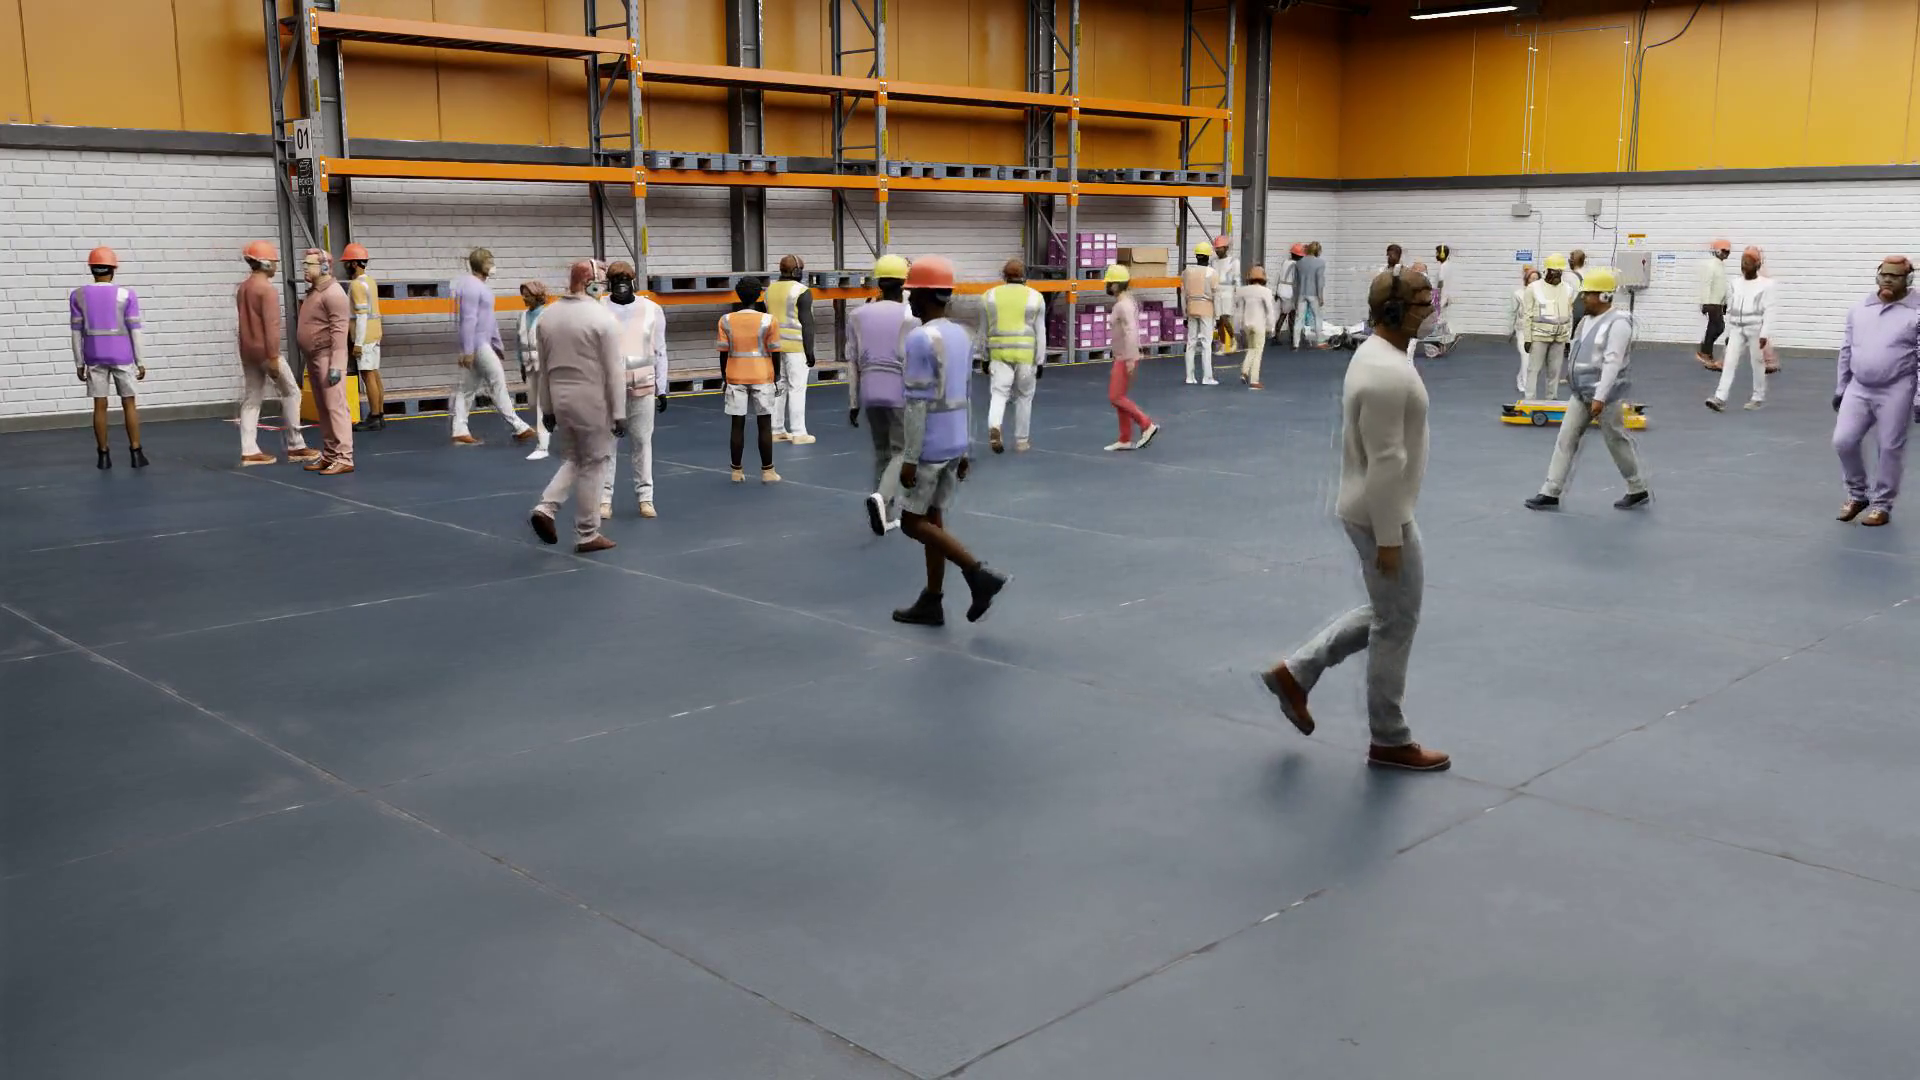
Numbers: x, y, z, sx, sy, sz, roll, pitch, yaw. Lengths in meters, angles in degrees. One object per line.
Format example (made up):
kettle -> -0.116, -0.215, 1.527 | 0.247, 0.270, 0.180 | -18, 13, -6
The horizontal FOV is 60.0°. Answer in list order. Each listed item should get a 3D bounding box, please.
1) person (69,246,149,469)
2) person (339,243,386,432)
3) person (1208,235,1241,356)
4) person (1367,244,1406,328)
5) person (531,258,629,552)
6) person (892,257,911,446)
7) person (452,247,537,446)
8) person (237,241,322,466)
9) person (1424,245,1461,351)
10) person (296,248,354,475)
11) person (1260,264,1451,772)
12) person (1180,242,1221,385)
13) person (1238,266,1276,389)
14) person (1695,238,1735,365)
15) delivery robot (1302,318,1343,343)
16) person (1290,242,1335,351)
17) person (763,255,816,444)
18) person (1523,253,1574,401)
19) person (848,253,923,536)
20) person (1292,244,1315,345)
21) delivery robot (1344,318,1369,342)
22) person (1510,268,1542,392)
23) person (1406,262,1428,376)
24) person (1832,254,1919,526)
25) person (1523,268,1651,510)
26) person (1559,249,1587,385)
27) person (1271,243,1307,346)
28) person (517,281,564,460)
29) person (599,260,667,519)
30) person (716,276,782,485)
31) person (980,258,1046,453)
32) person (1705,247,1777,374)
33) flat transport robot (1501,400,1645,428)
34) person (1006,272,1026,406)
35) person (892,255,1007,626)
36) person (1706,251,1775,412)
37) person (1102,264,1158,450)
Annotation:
person -> -7.392, -1.577, 14.469 | 0.556, 1.926, 0.413 | -3, 11, -13
person -> -6.185, -2.089, 17.212 | 0.377, 1.938, 0.547 | -1, 10, -4
person -> 4.380, -4.065, 27.793 | 0.617, 2.014, 0.459 | 9, 14, 41
person -> 5.817, -3.020, 22.409 | 0.477, 1.903, 0.610 | -8, 13, -39
person -> -2.414, -0.837, 10.570 | 0.653, 1.883, 0.498 | 6, 12, 30
person -> -0.455, -1.827, 16.116 | 0.869, 1.832, 0.495 | -7, 12, -33
person -> -4.460, -1.831, 15.921 | 0.975, 1.893, 0.661 | -1, 10, -8
person -> -6.078, -1.651, 14.758 | 0.645, 1.960, 0.833 | 8, 13, 39
person -> 8.412, -4.195, 28.932 | 0.500, 1.853, 0.550 | 7, 12, 33
person -> -5.416, -1.513, 14.146 | 0.409, 1.913, 0.648 | -8, 13, -38
person -> 1.532, -0.073, 6.276 | 0.640, 1.922, 0.633 | 3, 11, 15
person -> 3.264, -3.055, 22.512 | 0.588, 1.927, 0.366 | 7, 13, 34
person -> 3.916, -2.802, 21.955 | 0.380, 1.618, 0.526 | -10, 14, -42
person -> 11.692, -3.665, 25.689 | 0.443, 1.978, 0.649 | 10, 14, 43
delivery robot -> 6.431, -3.698, 29.509 | 0.707, 0.478, 0.477 | 2, 10, 9
person -> 6.146, -4.247, 29.100 | 0.648, 1.909, 0.703 | -9, 14, -42
person -> -1.645, -1.851, 16.229 | 0.619, 1.835, 0.433 | 10, 14, 42
person -> 6.477, -2.235, 18.302 | 0.589, 1.832, 0.404 | -2, 11, -11
person -> -0.501, -0.957, 11.156 | 0.591, 1.908, 0.706 | 4, 11, 21
person -> 6.339, -4.525, 30.739 | 0.565, 1.850, 0.390 | 5, 12, 27
delivery robot -> 7.166, -3.675, 29.382 | 0.707, 0.478, 0.477 | 0, 10, 2
person -> 7.261, -2.663, 21.234 | 0.521, 1.609, 0.775 | -1, 10, -3
person -> 6.527, -3.149, 23.826 | 0.285, 1.633, 0.501 | 6, 12, 29
person -> 6.391, -1.027, 11.547 | 0.465, 1.887, 0.684 | -8, 13, -36
person -> 4.698, -1.097, 12.222 | 0.926, 1.793, 0.584 | -3, 11, -14
person -> 8.255, -2.965, 22.267 | 0.532, 1.834, 0.475 | -5, 11, -25
person -> 6.076, -4.484, 30.458 | 0.773, 1.872, 0.629 | -1, 10, -7
person -> -3.776, -1.559, 15.211 | 0.526, 1.621, 0.636 | 7, 13, 34
person -> -2.405, -1.069, 11.914 | 0.619, 1.845, 0.430 | -3, 11, -13
person -> -1.699, -1.291, 13.522 | 0.541, 1.696, 0.315 | 2, 11, 9
person -> 0.479, -1.689, 15.377 | 0.632, 1.817, 0.808 | 2, 11, 10
person -> 11.597, -3.377, 24.467 | 0.660, 1.854, 1.023 | -8, 13, -38
flat transport robot -> 6.555, -1.360, 17.789 | 1.431, 0.197, 0.652 | 4, 11, 21
person -> 0.685, -2.441, 19.797 | 0.576, 1.694, 0.342 | 7, 13, 35
person -> -0.063, -0.479, 8.462 | 0.606, 1.926, 0.547 | 5, 12, 26
person -> 9.013, -2.385, 19.118 | 0.968, 1.826, 0.602 | -7, 12, -34
person -> 1.536, -1.683, 15.505 | 0.460, 1.755, 0.520 | 0, 10, 1
